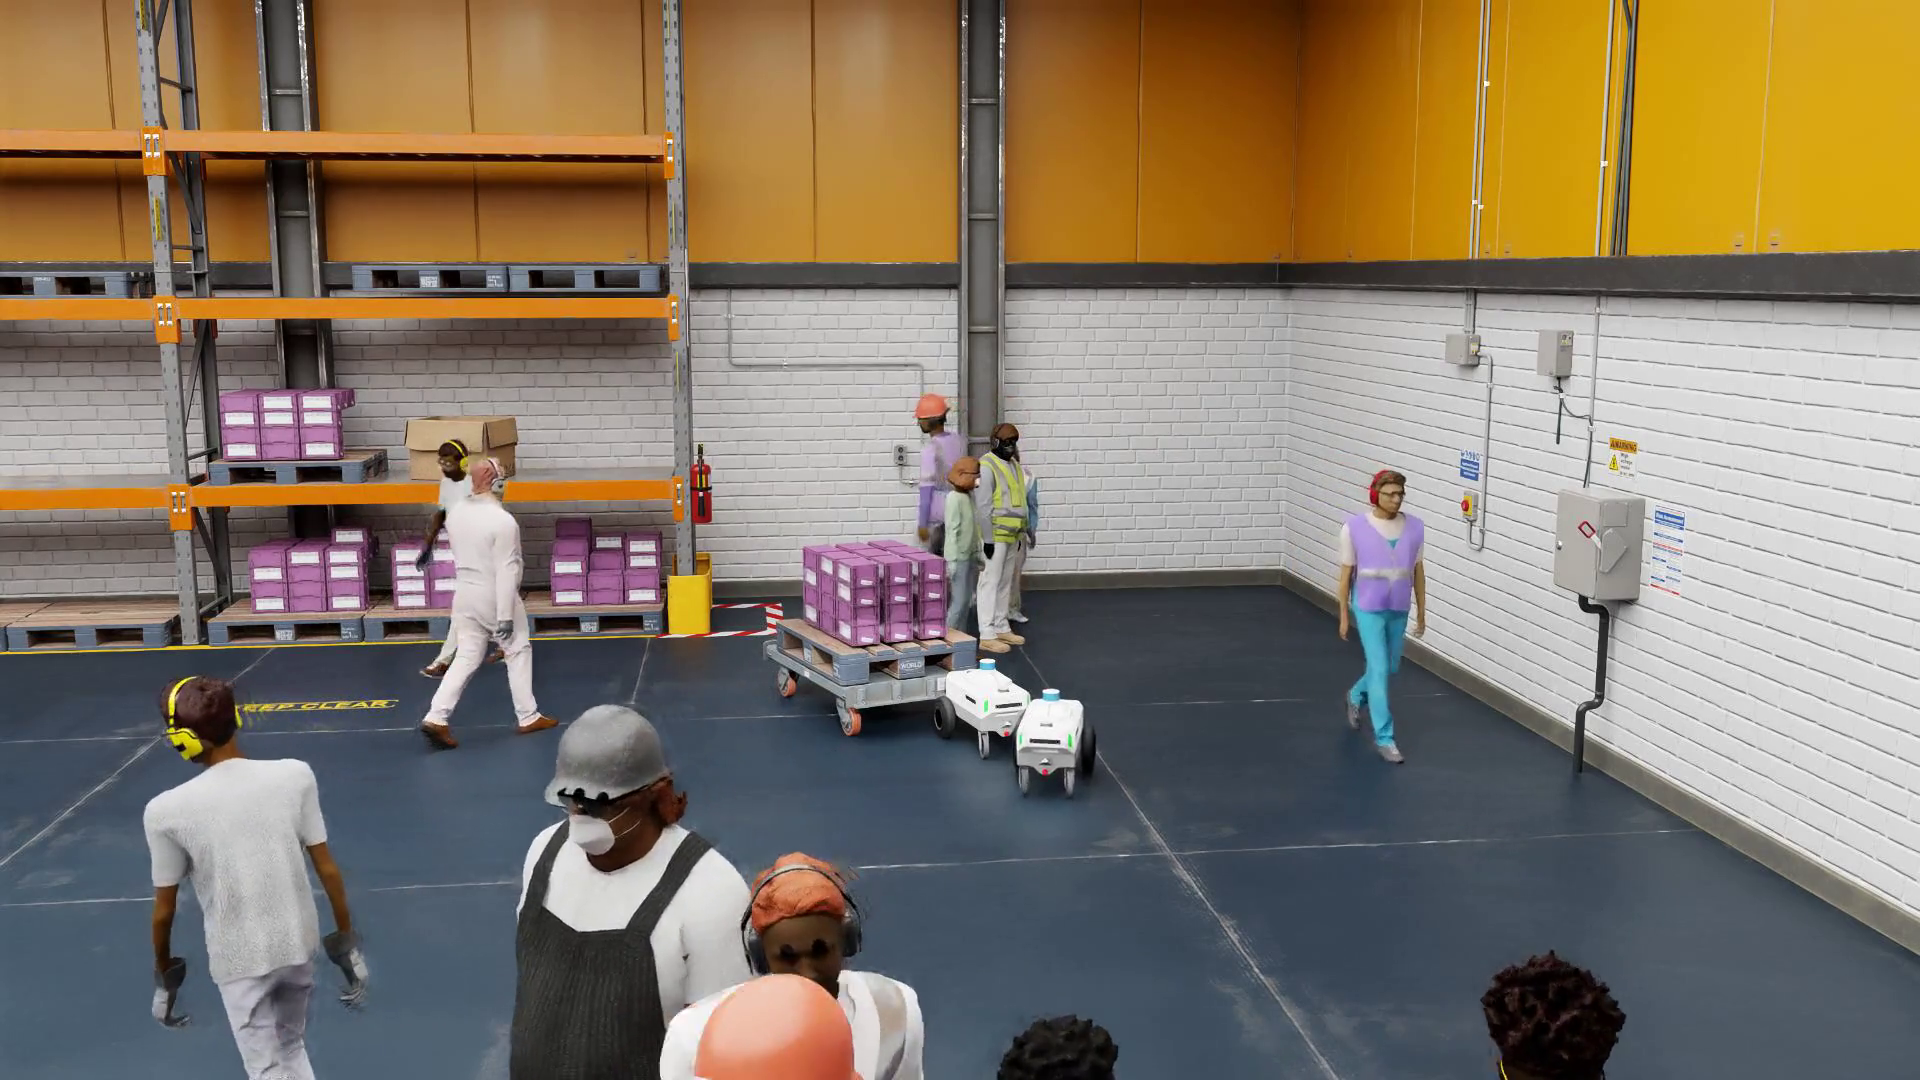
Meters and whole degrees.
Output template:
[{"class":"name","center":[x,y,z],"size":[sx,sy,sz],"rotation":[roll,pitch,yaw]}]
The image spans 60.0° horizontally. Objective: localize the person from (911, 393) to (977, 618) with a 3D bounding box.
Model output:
[{"class":"person","center":[-0.163,-0.239,14.175],"size":[0.543,2.021,0.645],"rotation":[5,10,28]}]

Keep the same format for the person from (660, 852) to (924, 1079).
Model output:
[{"class":"person","center":[-0.343,1.552,3.490],"size":[0.627,1.872,0.475],"rotation":[-5,10,-27]}]

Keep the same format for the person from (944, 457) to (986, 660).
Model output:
[{"class":"person","center":[0.024,0.163,12.894],"size":[0.278,1.631,0.534],"rotation":[3,10,20]}]

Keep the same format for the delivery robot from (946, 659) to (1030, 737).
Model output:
[{"class":"delivery robot","center":[0.176,1.007,10.664],"size":[0.477,0.478,0.707],"rotation":[-3,10,-21]}]

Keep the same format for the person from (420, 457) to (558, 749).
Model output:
[{"class":"person","center":[-3.067,0.395,10.695],"size":[0.647,1.871,0.949],"rotation":[7,11,35]}]

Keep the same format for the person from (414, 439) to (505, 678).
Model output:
[{"class":"person","center":[-3.776,0.115,12.657],"size":[0.949,1.801,0.674],"rotation":[-9,13,-43]}]

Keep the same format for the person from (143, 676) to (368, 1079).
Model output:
[{"class":"person","center":[-2.146,1.313,5.102],"size":[0.551,1.819,0.593],"rotation":[-8,12,-41]}]

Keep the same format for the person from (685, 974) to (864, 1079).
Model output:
[{"class":"person","center":[-0.287,1.637,2.644],"size":[0.649,1.955,0.780],"rotation":[5,10,29]}]

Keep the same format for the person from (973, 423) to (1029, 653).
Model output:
[{"class":"person","center":[0.338,-0.028,13.430],"size":[0.430,1.840,0.621],"rotation":[5,10,27]}]

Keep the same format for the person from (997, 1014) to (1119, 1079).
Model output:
[{"class":"person","center":[0.108,1.700,3.233],"size":[0.842,1.664,0.540],"rotation":[0,9,1]}]

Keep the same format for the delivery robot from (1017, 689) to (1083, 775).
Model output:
[{"class":"delivery robot","center":[0.540,1.131,9.892],"size":[0.477,0.478,0.707],"rotation":[1,9,9]}]

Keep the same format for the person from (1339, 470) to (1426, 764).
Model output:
[{"class":"person","center":[2.664,0.438,10.597],"size":[0.576,1.817,0.848],"rotation":[-2,9,-15]}]

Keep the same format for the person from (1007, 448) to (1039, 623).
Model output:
[{"class":"person","center":[0.407,-0.035,14.222],"size":[0.516,1.592,0.592],"rotation":[-2,9,-10]}]

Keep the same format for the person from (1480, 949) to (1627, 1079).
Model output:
[{"class":"person","center":[0.996,1.615,2.995],"size":[0.612,1.915,1.012],"rotation":[-1,9,-4]}]
